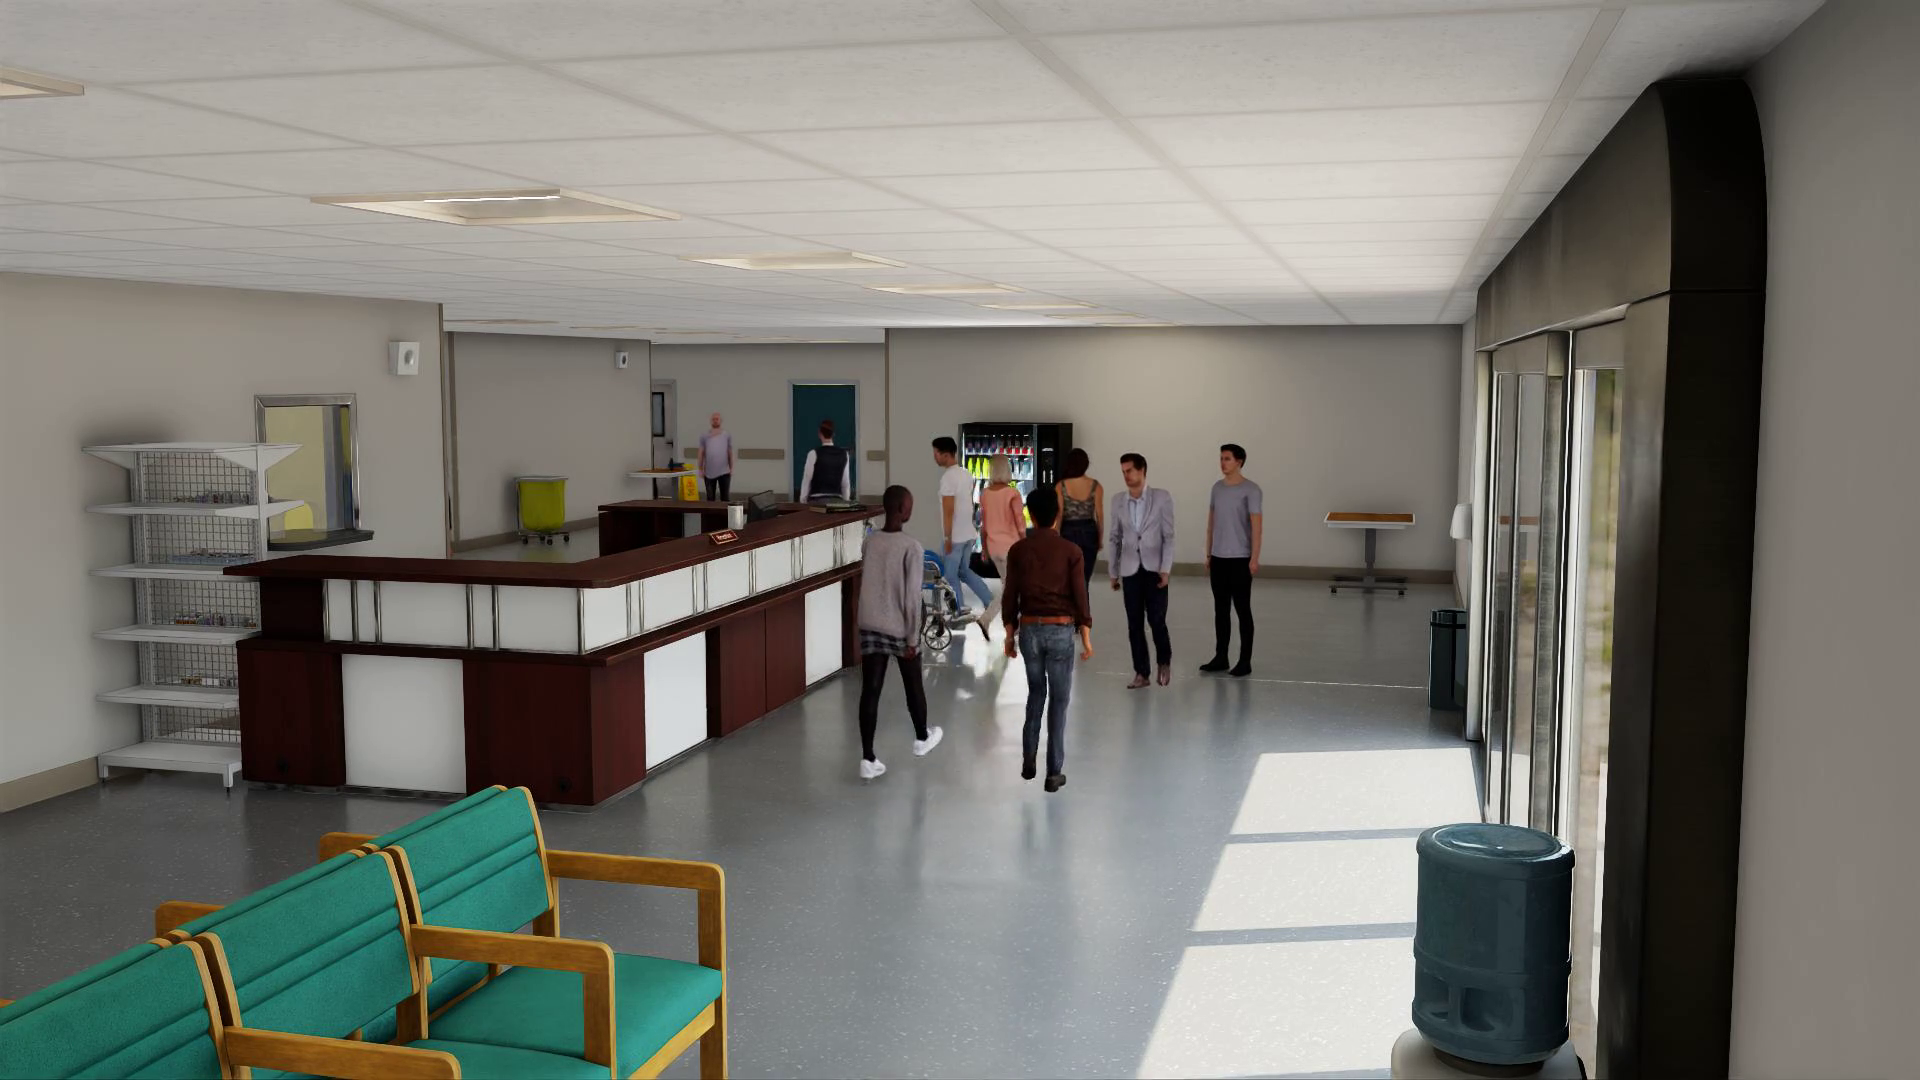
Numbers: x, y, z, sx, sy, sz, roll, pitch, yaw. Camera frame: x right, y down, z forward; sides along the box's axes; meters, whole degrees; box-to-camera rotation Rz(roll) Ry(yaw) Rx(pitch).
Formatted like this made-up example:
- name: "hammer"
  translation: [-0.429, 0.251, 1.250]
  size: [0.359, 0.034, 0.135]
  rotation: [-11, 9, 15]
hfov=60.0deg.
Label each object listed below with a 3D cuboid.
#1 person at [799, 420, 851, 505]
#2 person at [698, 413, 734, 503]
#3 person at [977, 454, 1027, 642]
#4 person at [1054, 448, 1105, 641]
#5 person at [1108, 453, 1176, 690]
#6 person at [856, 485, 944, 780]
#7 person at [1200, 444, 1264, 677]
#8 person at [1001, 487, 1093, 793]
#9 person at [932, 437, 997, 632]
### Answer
- name: "person"
  translation: [-1.413, -0.329, 18.109]
  size: [1.186, 1.897, 1.244]
  rotation: [-3, 7, -30]
- name: "person"
  translation: [-3.758, -1.035, 25.661]
  size: [1.204, 1.788, 1.052]
  rotation: [-1, 6, -9]
- name: "person"
  translation: [0.355, 0.098, 14.915]
  size: [1.062, 1.686, 0.946]
  rotation: [6, 8, 44]
- name: "person"
  translation: [1.085, 0.072, 15.021]
  size: [1.118, 1.716, 0.700]
  rotation: [1, 6, 12]
- name: "person"
  translation: [1.461, 0.241, 12.822]
  size: [0.698, 1.821, 0.828]
  rotation: [3, 6, 25]
- name: "person"
  translation: [-0.473, 0.575, 9.937]
  size: [1.091, 1.734, 0.818]
  rotation: [3, 6, 24]
- name: "person"
  translation: [2.221, 0.152, 13.496]
  size: [0.804, 1.862, 0.679]
  rotation: [-5, 8, -42]
- name: "person"
  translation: [0.480, 0.593, 9.608]
  size: [0.602, 1.764, 0.742]
  rotation: [2, 6, 21]
- name: "person"
  translation: [0.052, -0.028, 15.470]
  size: [1.007, 1.826, 0.896]
  rotation: [4, 7, 36]
